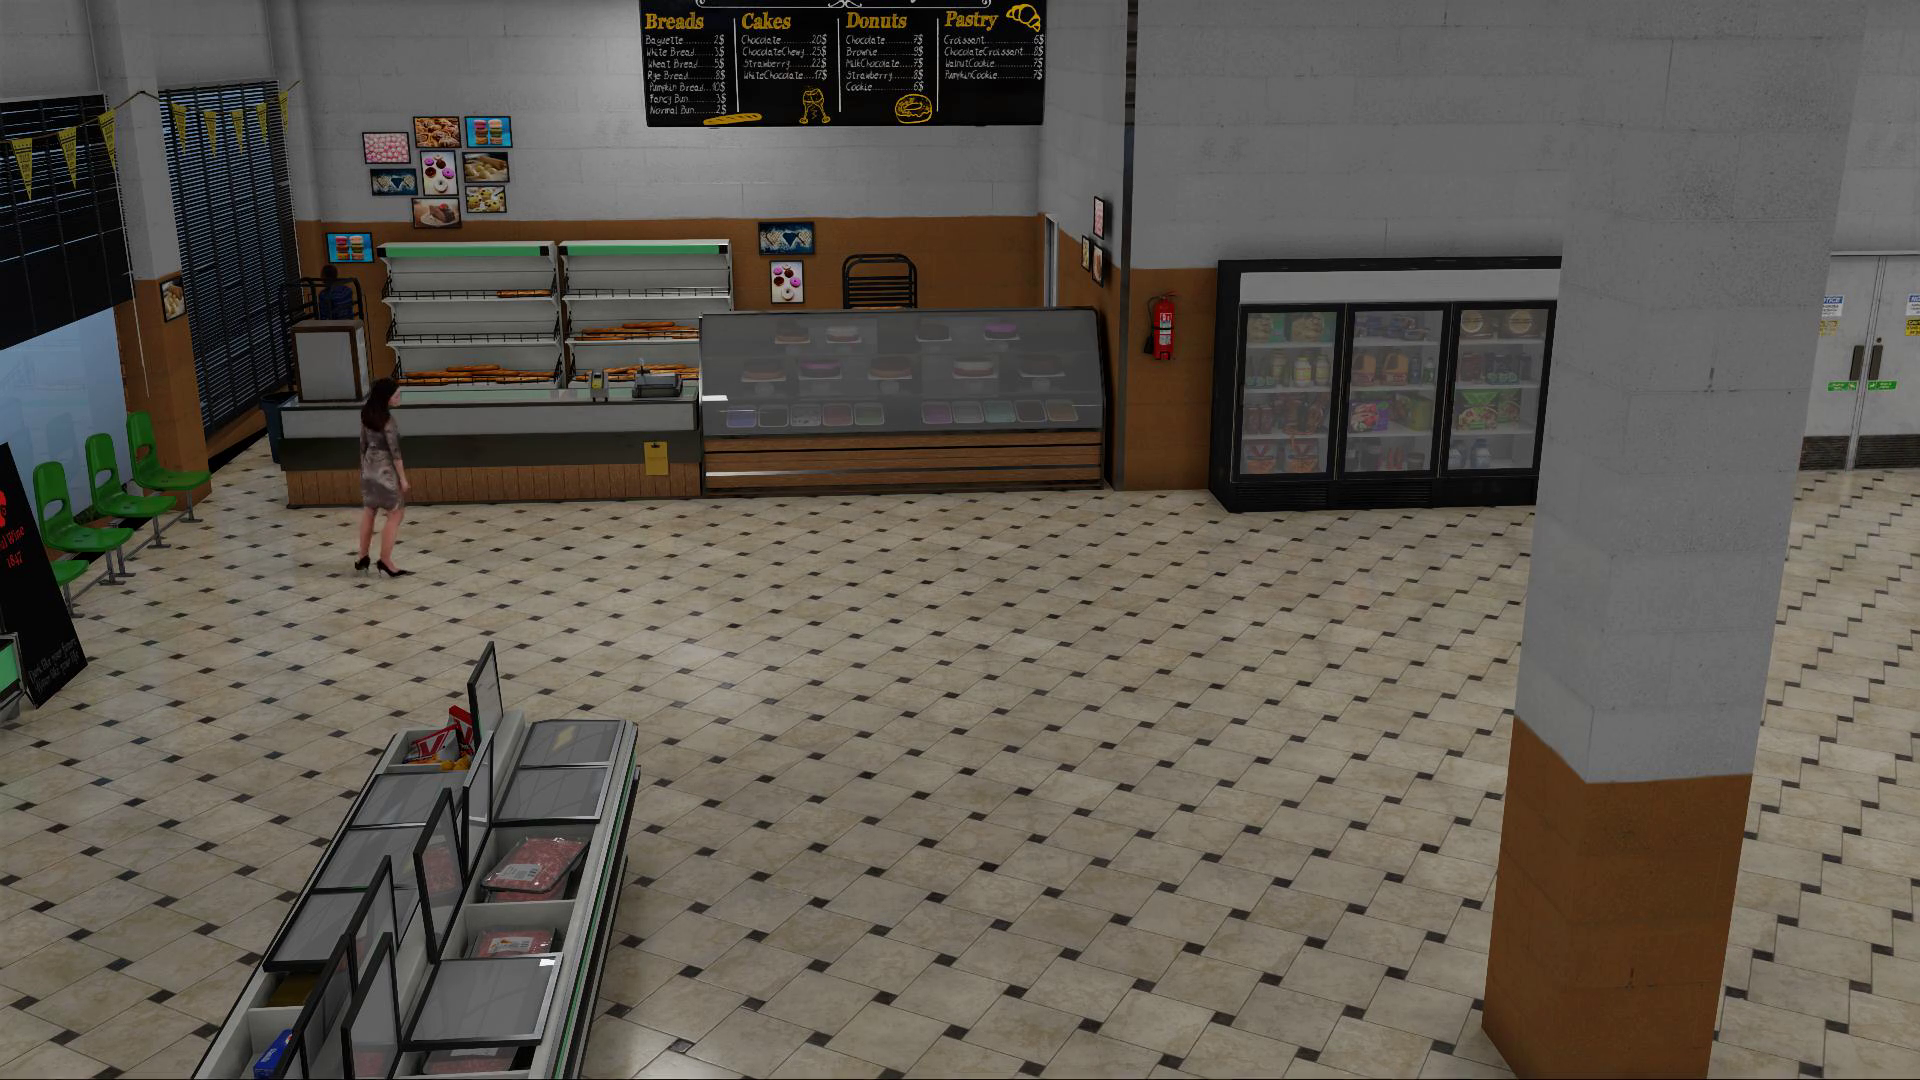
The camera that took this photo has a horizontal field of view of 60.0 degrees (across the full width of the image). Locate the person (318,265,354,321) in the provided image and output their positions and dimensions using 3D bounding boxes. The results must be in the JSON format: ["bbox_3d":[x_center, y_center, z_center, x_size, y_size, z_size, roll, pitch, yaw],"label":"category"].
[{"bbox_3d":[-7.384,-2.363,19.743,0.819,1.824,0.697,7,18,22],"label":"person"}]

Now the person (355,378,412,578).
[{"bbox_3d":[-4.844,-0.502,13.821,0.845,1.705,0.826,6,18,20],"label":"person"}]
